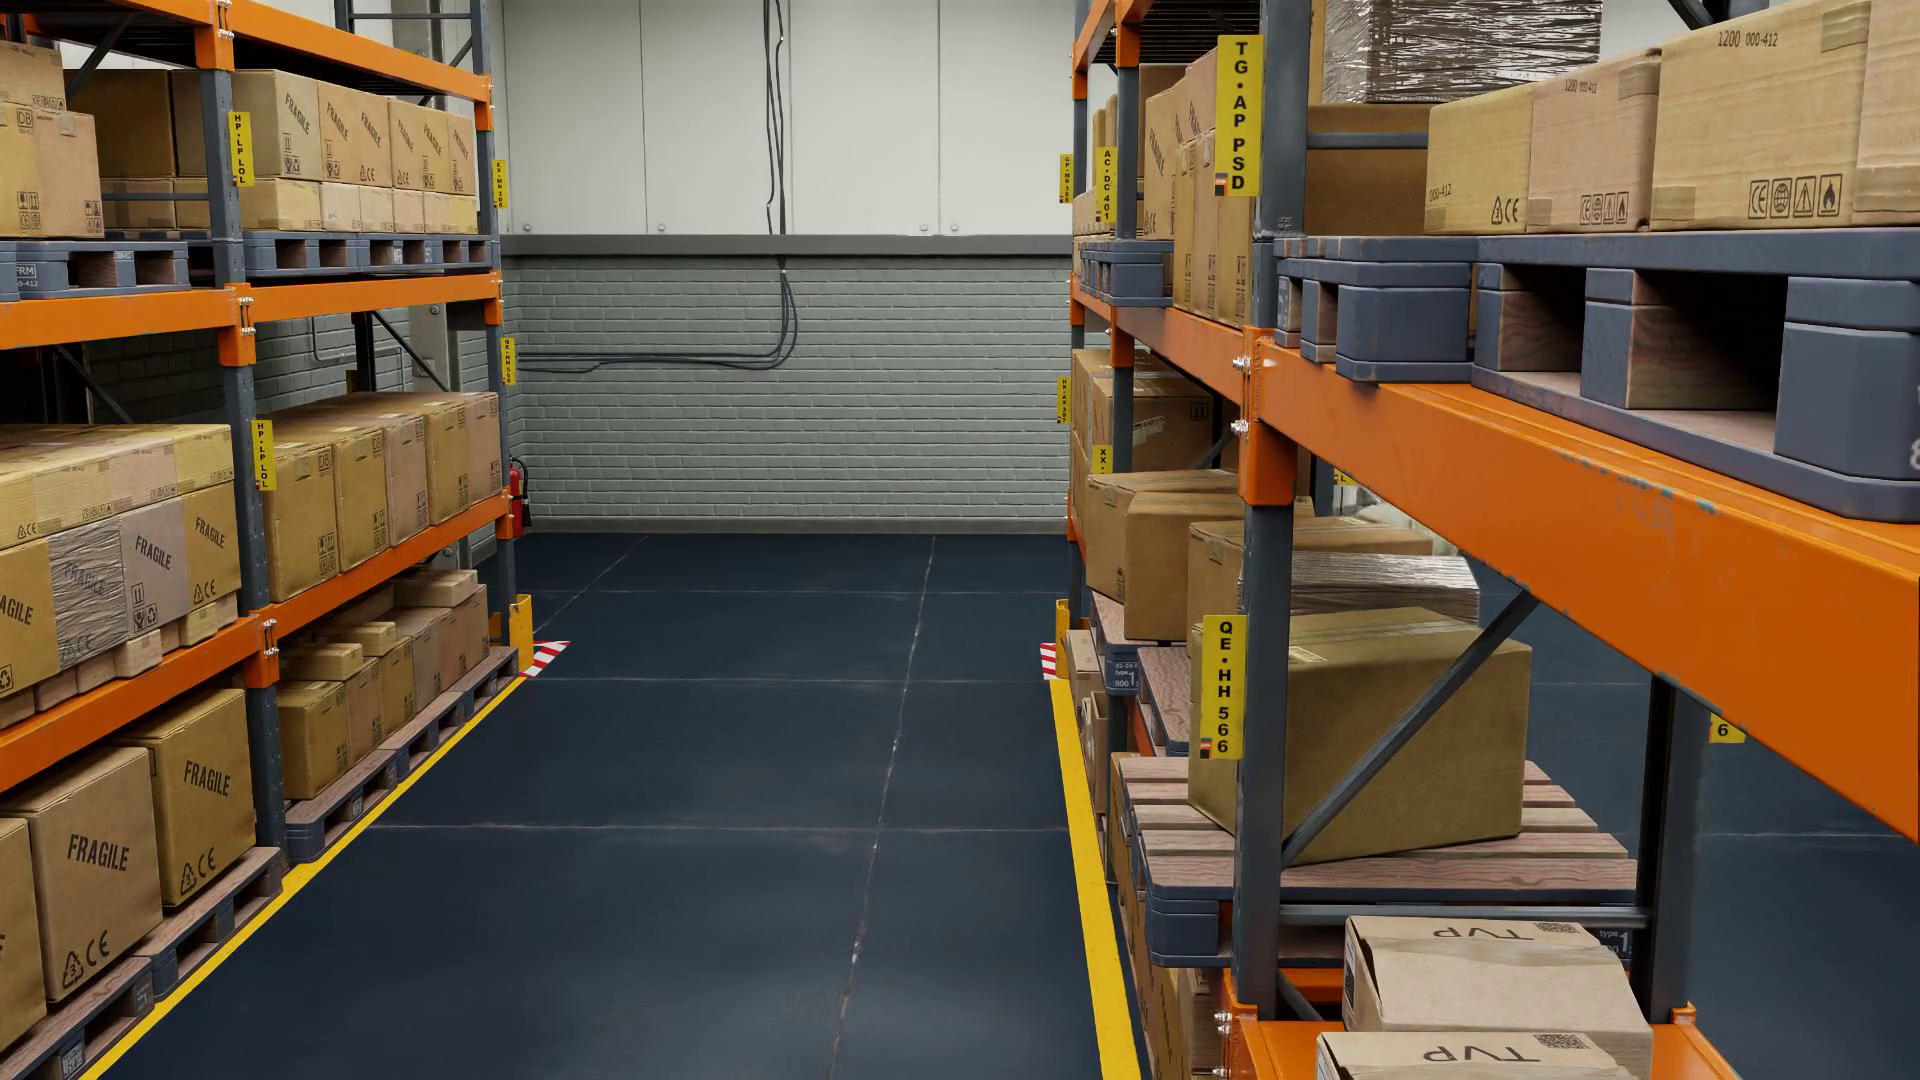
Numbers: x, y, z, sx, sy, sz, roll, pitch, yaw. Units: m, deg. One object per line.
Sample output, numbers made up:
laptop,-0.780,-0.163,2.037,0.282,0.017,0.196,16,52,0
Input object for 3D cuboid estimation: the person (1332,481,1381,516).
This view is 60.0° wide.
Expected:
person,2.596,0.024,11.403,0.637,1.994,0.949,-3,10,-15

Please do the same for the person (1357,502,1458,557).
person,2.438,0.408,9.323,0.647,1.962,0.819,-1,10,-3
